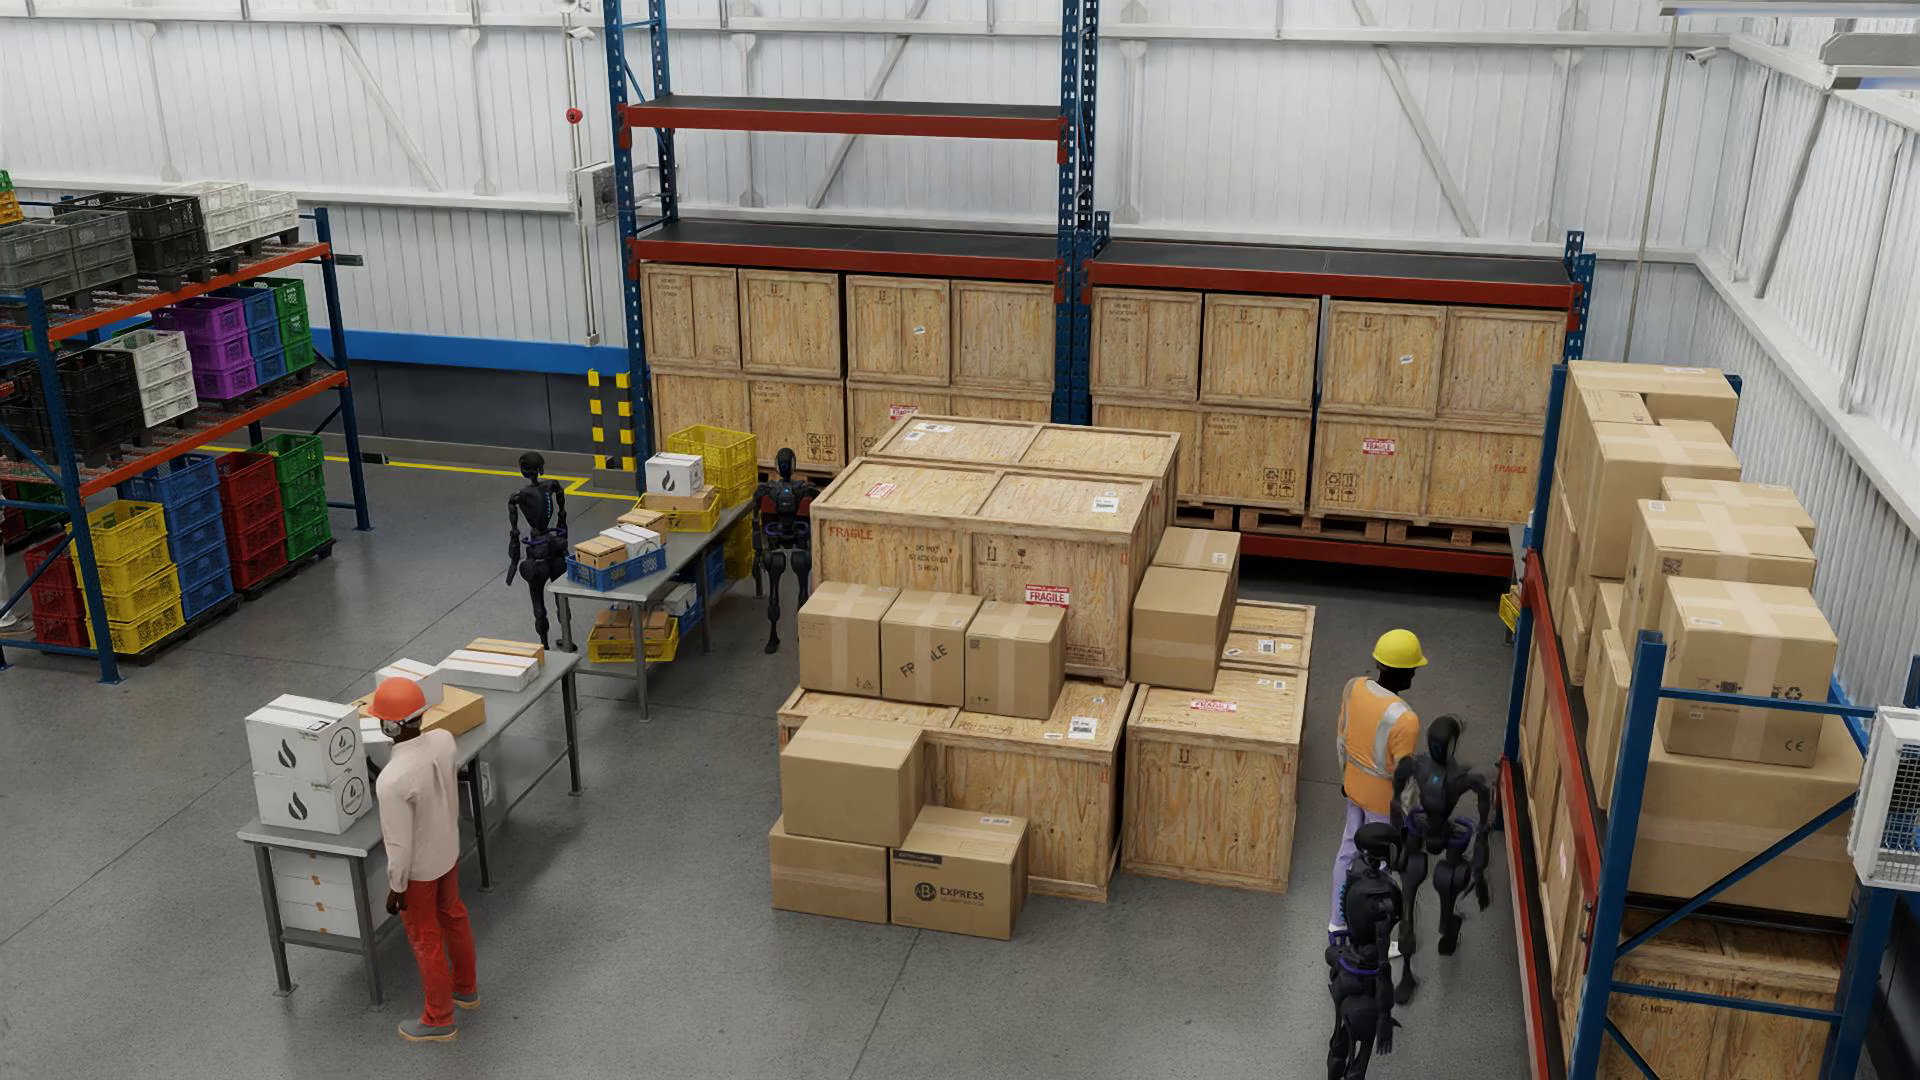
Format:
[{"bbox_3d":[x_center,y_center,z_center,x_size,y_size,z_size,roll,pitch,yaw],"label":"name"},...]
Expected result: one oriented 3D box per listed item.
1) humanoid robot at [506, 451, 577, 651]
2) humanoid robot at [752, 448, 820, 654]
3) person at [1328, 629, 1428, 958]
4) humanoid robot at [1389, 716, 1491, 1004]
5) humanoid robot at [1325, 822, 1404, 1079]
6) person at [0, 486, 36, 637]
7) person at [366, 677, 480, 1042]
[{"bbox_3d":[-3.216,0.110,12.767,0.331,1.657,0.584,14,25,32],"label":"humanoid robot"},{"bbox_3d":[-1.314,0.078,12.848,0.603,1.657,0.316,-2,21,-6],"label":"humanoid robot"},{"bbox_3d":[2.301,1.378,9.120,0.379,1.924,0.592,-9,23,-22],"label":"person"},{"bbox_3d":[2.566,1.635,8.821,0.585,1.626,0.632,11,24,27],"label":"humanoid robot"},{"bbox_3d":[1.876,2.043,7.709,0.326,1.657,0.595,-1,21,-3],"label":"humanoid robot"},{"bbox_3d":[-7.719,-0.150,13.179,0.356,1.882,0.574,-18,27,-38],"label":"person"},{"bbox_3d":[-2.726,1.608,8.422,0.383,1.992,0.622,5,21,12],"label":"person"}]
